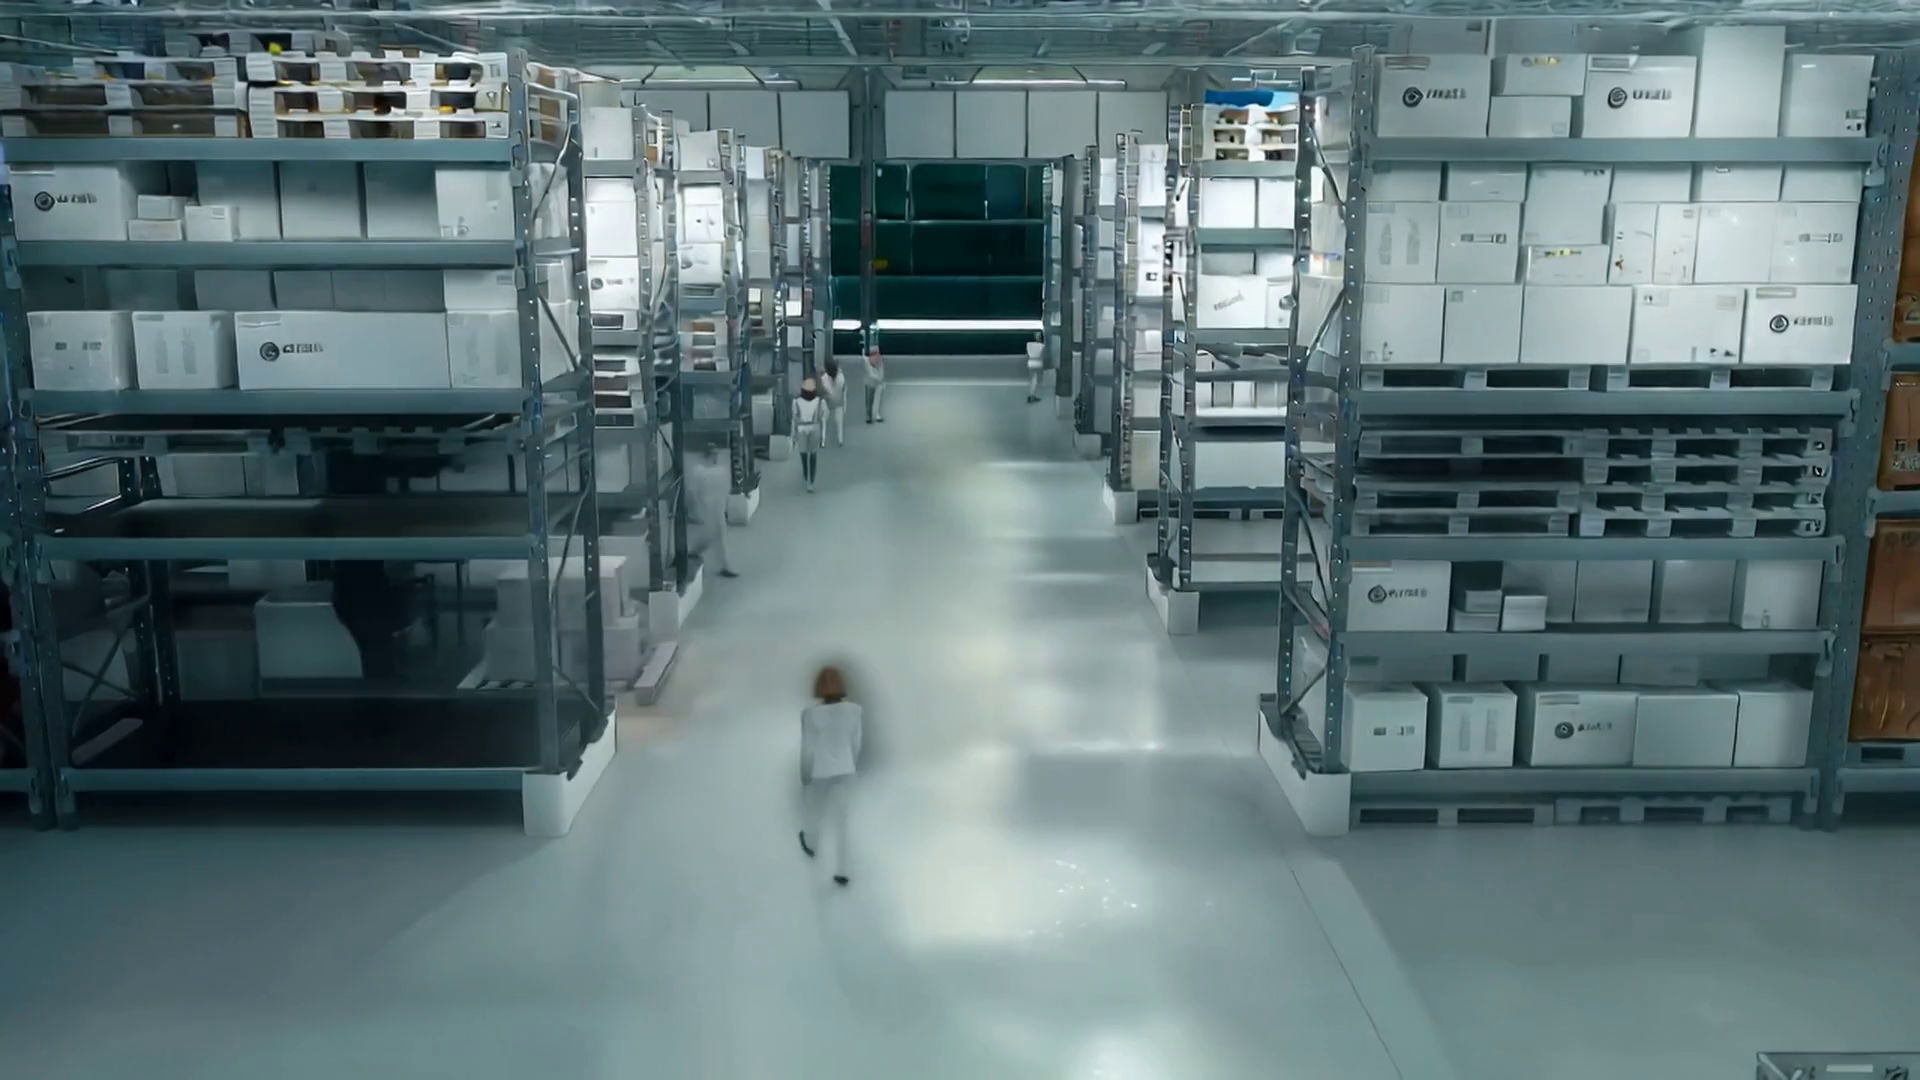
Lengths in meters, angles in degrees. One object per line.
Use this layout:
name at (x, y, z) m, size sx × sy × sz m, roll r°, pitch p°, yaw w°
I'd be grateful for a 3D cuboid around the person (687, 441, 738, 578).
person at (-3.372, -0.405, 22.195) m, size 0.665 × 1.878 × 0.665 m, roll 4°, pitch 12°, yaw 21°

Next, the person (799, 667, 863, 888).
person at (-0.976, 1.722, 12.382) m, size 0.498 × 1.584 × 0.880 m, roll -4°, pitch 12°, yaw -17°

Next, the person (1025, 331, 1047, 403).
person at (1.891, -4.346, 41.874) m, size 0.571 × 1.824 × 0.772 m, roll 7°, pitch 13°, yaw 32°

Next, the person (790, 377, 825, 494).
person at (-2.653, -1.856, 29.059) m, size 0.613 × 2.017 × 0.943 m, roll 0°, pitch 11°, yaw 0°

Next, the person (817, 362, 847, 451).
person at (-2.615, -2.766, 34.093) m, size 0.612 × 1.809 × 0.812 m, roll -1°, pitch 11°, yaw -7°

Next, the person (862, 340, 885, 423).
person at (-1.950, -3.647, 38.210) m, size 0.401 × 1.905 × 0.642 m, roll 10°, pitch 15°, yaw 41°

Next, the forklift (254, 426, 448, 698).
forklift at (-6.060, 0.185, 16.785) m, size 1.873 × 2.768 × 1.129 m, roll 0°, pitch 11°, yaw -1°

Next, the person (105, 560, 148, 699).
person at (-8.296, 0.835, 16.509) m, size 0.316 × 1.695 × 0.542 m, roll -11°, pitch 16°, yaw -43°
